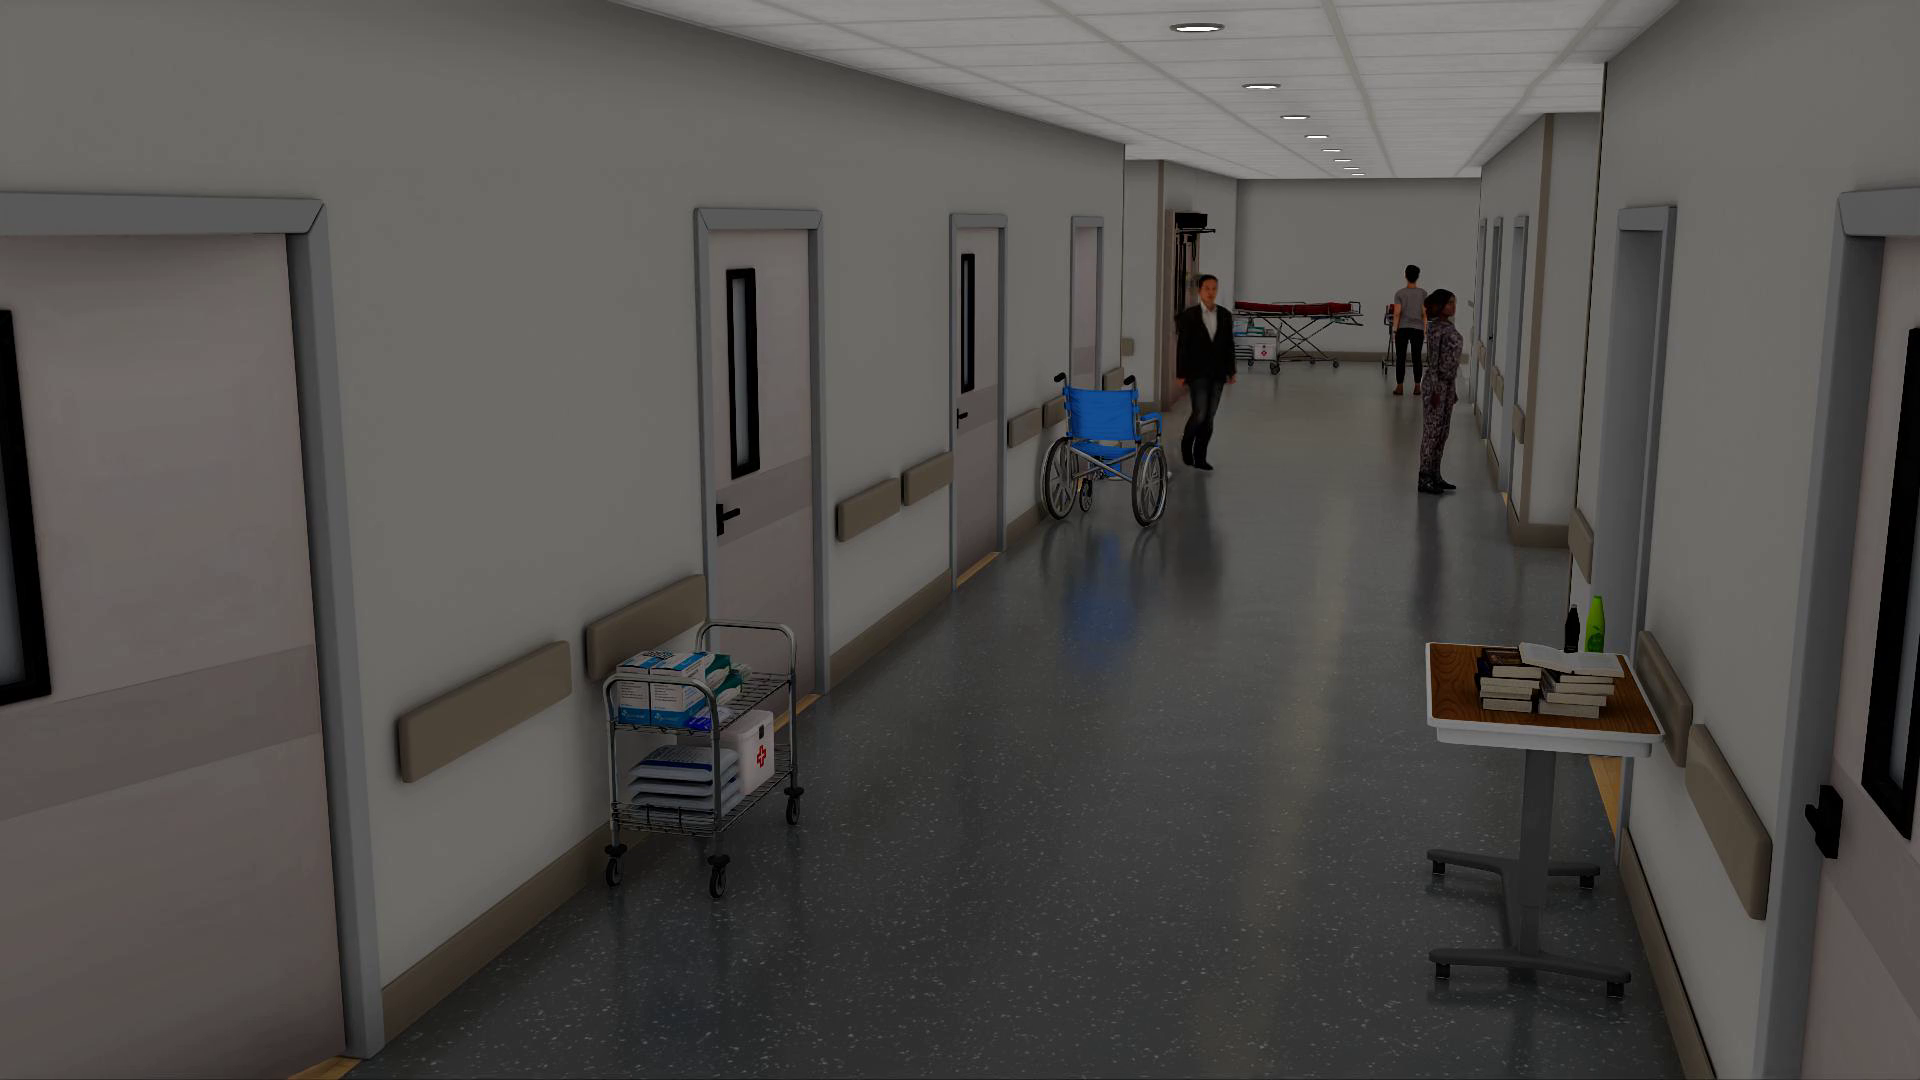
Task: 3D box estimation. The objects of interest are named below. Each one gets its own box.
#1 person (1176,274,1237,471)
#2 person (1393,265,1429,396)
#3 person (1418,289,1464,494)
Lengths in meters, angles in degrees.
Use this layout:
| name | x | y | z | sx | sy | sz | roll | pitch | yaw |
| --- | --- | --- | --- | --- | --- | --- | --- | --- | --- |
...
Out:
| name | x | y | z | sx | sy | sz | roll | pitch | yaw |
| --- | --- | --- | --- | --- | --- | --- | --- | --- | --- |
| person | 2.230 | -1.541 | 15.349 | 0.828 | 1.787 | 0.871 | -3 | 11 | -16 |
| person | 5.998 | -2.805 | 22.177 | 0.636 | 1.724 | 0.574 | 1 | 11 | 6 |
| person | 4.057 | -1.265 | 14.089 | 0.727 | 1.714 | 0.633 | 9 | 14 | 40 |
